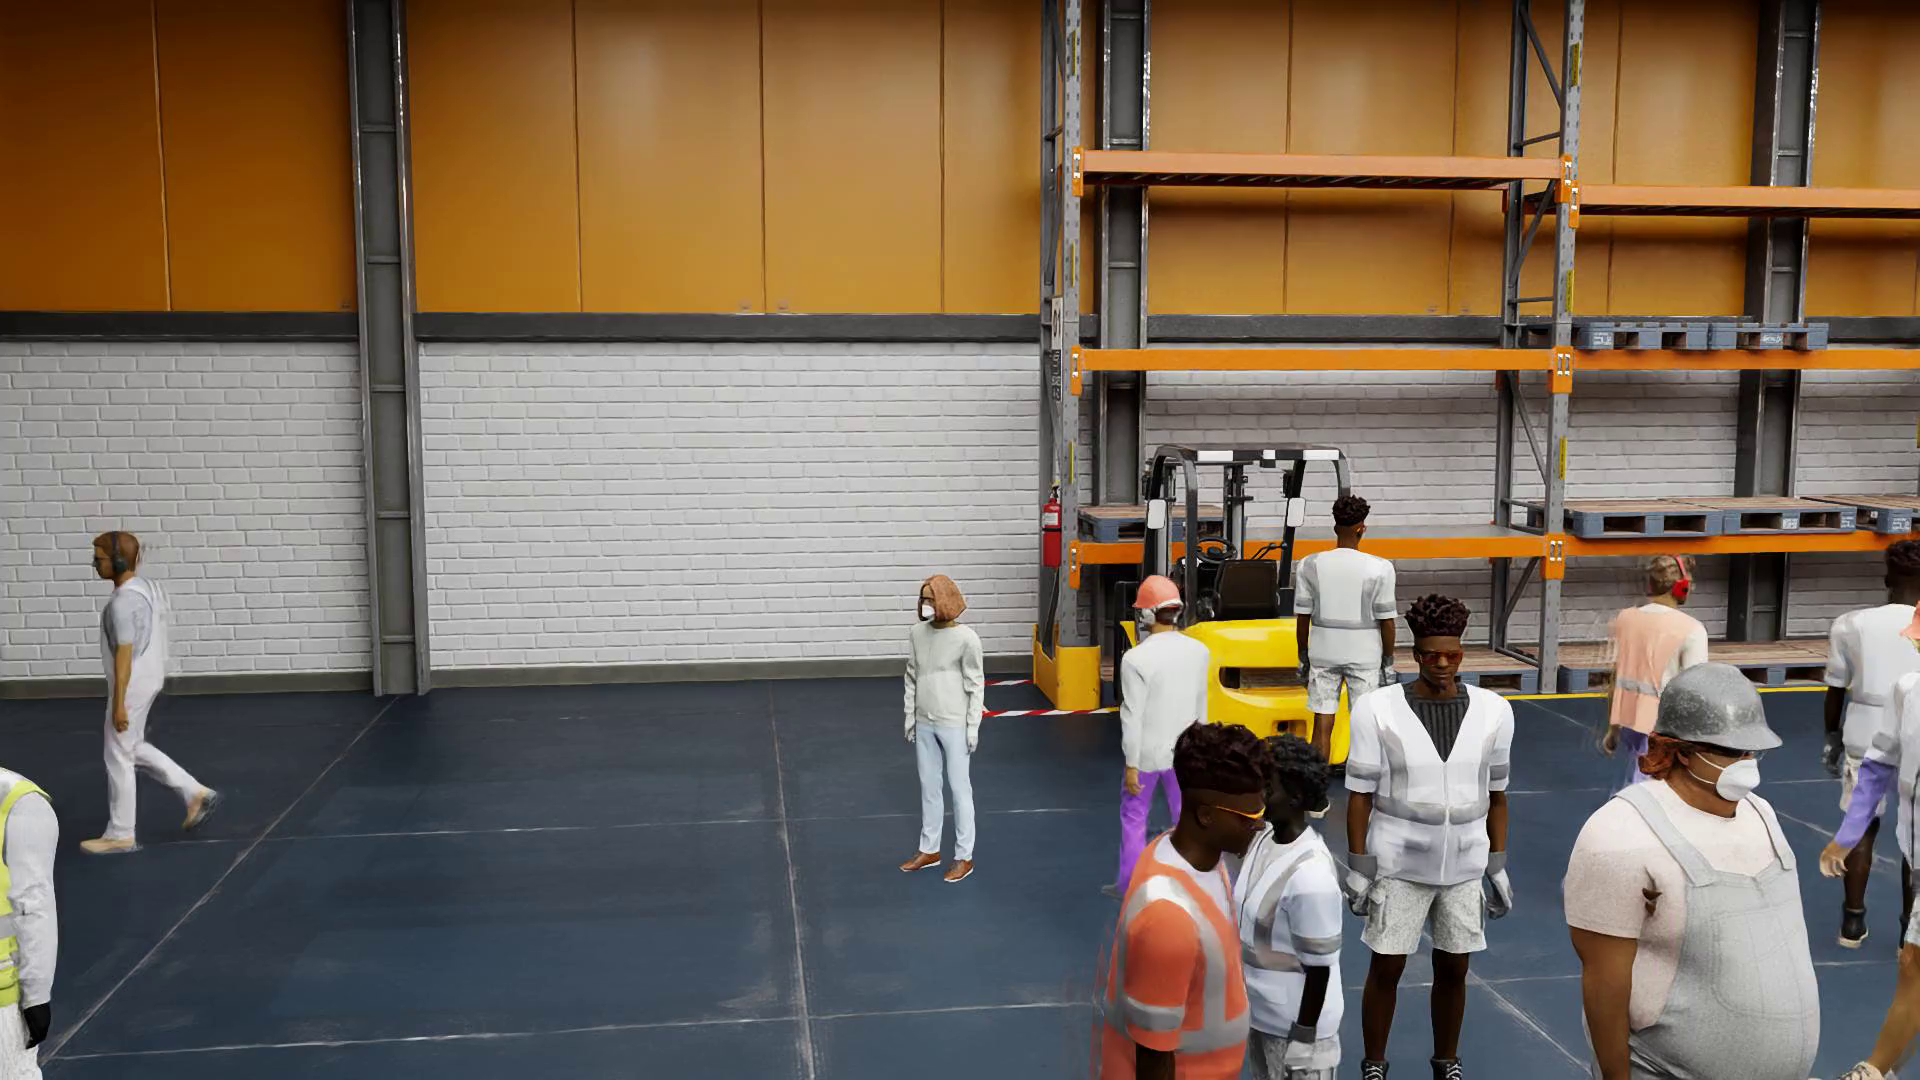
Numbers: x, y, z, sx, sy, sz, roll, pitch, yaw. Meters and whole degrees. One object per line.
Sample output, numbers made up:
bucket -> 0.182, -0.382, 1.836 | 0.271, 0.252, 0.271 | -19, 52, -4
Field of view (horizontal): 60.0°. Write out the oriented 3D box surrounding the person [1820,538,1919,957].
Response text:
person -> 4.372, 0.962, 7.797 | 0.625, 1.947, 0.433 | 6, 9, 40

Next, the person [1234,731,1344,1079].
person -> 0.967, 1.414, 4.962 | 0.319, 1.698, 0.548 | -1, 7, -8

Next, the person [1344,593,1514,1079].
person -> 1.689, 1.160, 5.997 | 0.613, 1.960, 0.362 | 0, 7, -2

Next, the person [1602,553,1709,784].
person -> 3.508, 0.966, 8.465 | 0.954, 1.806, 0.584 | -2, 7, -17

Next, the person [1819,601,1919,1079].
person -> 3.572, 1.144, 6.073 | 1.078, 1.988, 0.627 | -1, 7, -9

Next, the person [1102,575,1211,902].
person -> 1.047, 1.033, 8.222 | 0.589, 1.718, 0.828 | -4, 8, -33

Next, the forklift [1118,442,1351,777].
forklift -> 1.912, 0.418, 11.496 | 1.214, 2.155, 2.313 | -1, 7, -8

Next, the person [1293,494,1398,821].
person -> 2.311, 0.705, 9.967 | 0.611, 1.965, 0.362 | 3, 7, 24

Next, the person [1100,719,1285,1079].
person -> 0.450, 1.381, 4.199 | 0.722, 1.935, 0.666 | 1, 7, 12

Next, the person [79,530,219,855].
person -> -4.598, 0.846, 9.312 | 0.633, 1.832, 0.533 | -1, 7, -12

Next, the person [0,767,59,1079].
person -> -3.002, 1.348, 4.951 | 0.635, 1.831, 0.429 | 0, 7, 2

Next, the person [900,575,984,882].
person -> -0.099, 0.994, 8.882 | 0.509, 1.632, 0.267 | 5, 8, 40
